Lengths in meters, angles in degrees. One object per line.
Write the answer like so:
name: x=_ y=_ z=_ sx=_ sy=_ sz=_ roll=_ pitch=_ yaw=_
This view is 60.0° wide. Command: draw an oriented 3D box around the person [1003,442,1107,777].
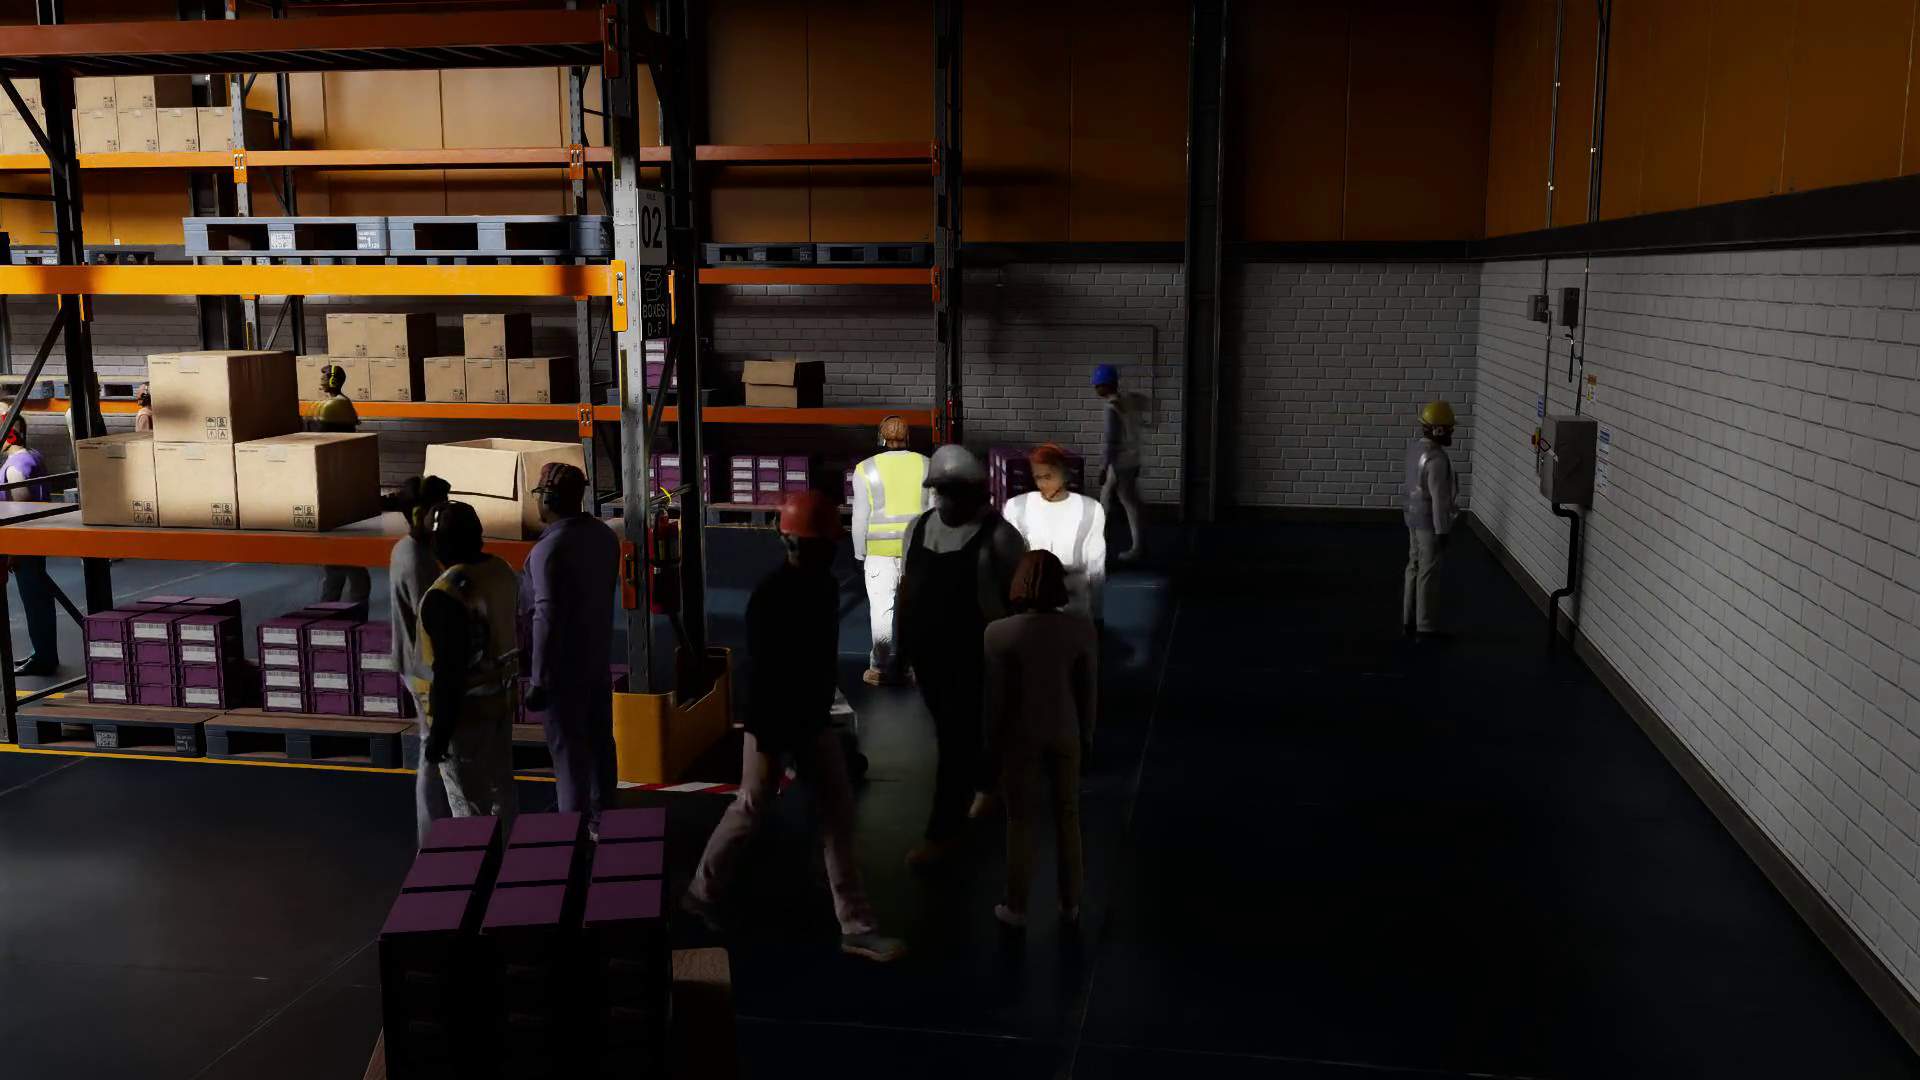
person: x=0.527 y=0.363 z=9.362 sx=0.628 sy=1.868 sz=0.614 roll=1 pitch=9 yaw=6

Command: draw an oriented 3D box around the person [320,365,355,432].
person: x=-6.238 y=-0.827 z=16.741 sx=0.331 sy=1.872 sz=0.513 roll=-3 pitch=10 yaw=-18

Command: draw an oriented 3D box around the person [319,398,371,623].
person: x=-4.373 y=-0.071 z=11.967 sx=0.723 sy=1.903 sz=0.589 roll=-1 pitch=9 yaw=-7

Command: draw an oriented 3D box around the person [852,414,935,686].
person: x=-0.443 y=0.071 z=11.262 sx=0.625 sy=1.844 sz=0.429 roll=-4 pitch=10 yaw=-21

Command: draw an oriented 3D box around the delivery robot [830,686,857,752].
delivery robot: x=-0.795 y=0.980 z=9.309 sx=0.477 sy=0.478 sz=0.707 roll=-2 pitch=9 yaw=-13

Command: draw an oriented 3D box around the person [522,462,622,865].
person: x=-1.863 y=0.583 z=7.878 sx=0.407 sy=1.910 sz=0.639 roll=3 pitch=10 yaw=17

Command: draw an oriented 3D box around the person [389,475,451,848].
person: x=-2.477 y=0.615 z=7.839 sx=0.377 sy=1.861 sz=0.555 roll=-3 pitch=10 yaw=-20

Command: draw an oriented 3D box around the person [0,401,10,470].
person: x=-9.491 y=-0.741 z=16.375 sx=0.478 sy=1.809 sz=0.624 roll=-1 pitch=9 yaw=-8

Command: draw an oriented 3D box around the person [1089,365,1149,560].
person: x=1.467 y=-0.745 z=16.149 sx=0.855 sy=1.896 sz=0.609 roll=2 pitch=9 yaw=15

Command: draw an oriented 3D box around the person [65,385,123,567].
person: x=-8.260 y=-0.667 z=15.828 sx=0.345 sy=1.847 sz=0.506 roll=-1 pitch=9 yaw=-5

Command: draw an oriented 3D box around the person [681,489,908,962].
person: x=-0.736 y=0.742 z=6.823 sx=1.016 sy=1.946 sz=0.650 roll=5 pitch=10 yaw=29

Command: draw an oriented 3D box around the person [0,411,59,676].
person: x=-6.490 y=0.020 z=11.582 sx=0.389 sy=1.839 sz=0.563 roll=-3 pitch=10 yaw=-19

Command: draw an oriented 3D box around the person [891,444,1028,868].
person: x=0.009 y=0.473 z=8.149 sx=0.682 sy=2.000 sz=1.010 roll=7 pitch=11 yaw=37

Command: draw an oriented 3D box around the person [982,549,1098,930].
person: x=0.337 y=0.848 z=7.081 sx=0.502 sy=1.633 sz=0.280 roll=-2 pitch=9 yaw=-12

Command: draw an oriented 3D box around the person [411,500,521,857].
person: x=-2.111 y=0.742 z=7.119 sx=0.430 sy=1.839 sz=0.619 roll=2 pitch=9 yaw=10

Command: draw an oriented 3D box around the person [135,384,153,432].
person: x=-8.430 y=-0.810 z=17.348 sx=0.315 sy=1.641 sz=0.515 roll=-3 pitch=10 yaw=-18

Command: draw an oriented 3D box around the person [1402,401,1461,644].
person: x=3.568 y=-0.139 z=12.590 sx=0.404 sy=1.829 sz=0.600 roll=-1 pitch=9 yaw=-4
